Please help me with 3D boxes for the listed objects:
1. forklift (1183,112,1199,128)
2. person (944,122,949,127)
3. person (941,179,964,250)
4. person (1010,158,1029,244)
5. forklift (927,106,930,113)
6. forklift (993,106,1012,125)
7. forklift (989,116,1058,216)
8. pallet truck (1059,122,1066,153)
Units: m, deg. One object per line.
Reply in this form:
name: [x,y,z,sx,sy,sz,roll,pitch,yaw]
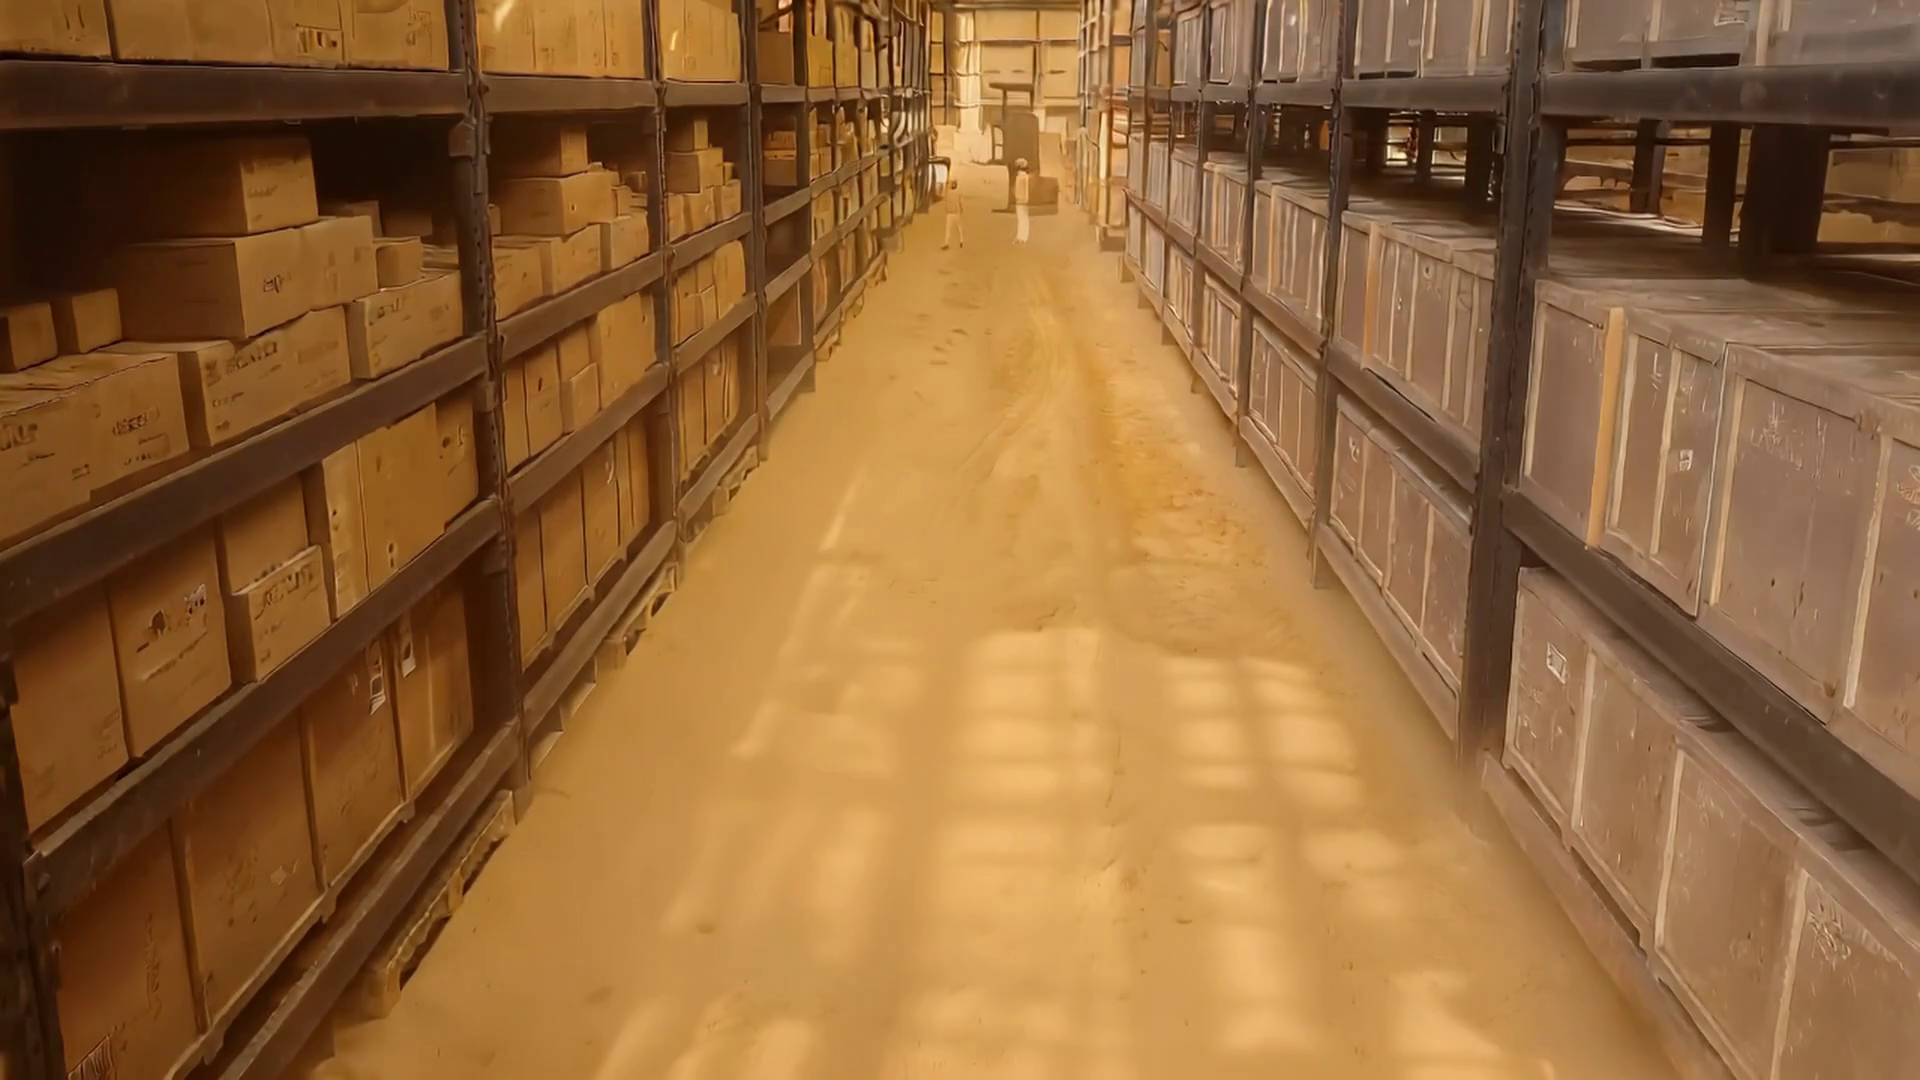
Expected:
forklift: [8.126,-14.004,59.895,1.129,2.768,1.873,0,15,1]
person: [-0.727,-22.128,91.913,0.547,1.937,0.379,9,18,31]
person: [-0.141,-7.386,37.726,0.501,1.591,0.839,7,17,24]
person: [1.424,-7.971,39.124,0.374,1.997,0.613,-5,16,-18]
forklift: [-2.000,-20.667,84.686,1.129,2.768,1.873,0,15,2]
forklift: [2.094,-20.211,82.990,1.129,2.768,1.873,2,15,6]
forklift: [1.887,-10.841,48.129,1.129,2.768,1.873,-12,19,-38]
pallet truck: [5.788,-21.111,88.014,1.885,1.965,0.823,5,16,18]
